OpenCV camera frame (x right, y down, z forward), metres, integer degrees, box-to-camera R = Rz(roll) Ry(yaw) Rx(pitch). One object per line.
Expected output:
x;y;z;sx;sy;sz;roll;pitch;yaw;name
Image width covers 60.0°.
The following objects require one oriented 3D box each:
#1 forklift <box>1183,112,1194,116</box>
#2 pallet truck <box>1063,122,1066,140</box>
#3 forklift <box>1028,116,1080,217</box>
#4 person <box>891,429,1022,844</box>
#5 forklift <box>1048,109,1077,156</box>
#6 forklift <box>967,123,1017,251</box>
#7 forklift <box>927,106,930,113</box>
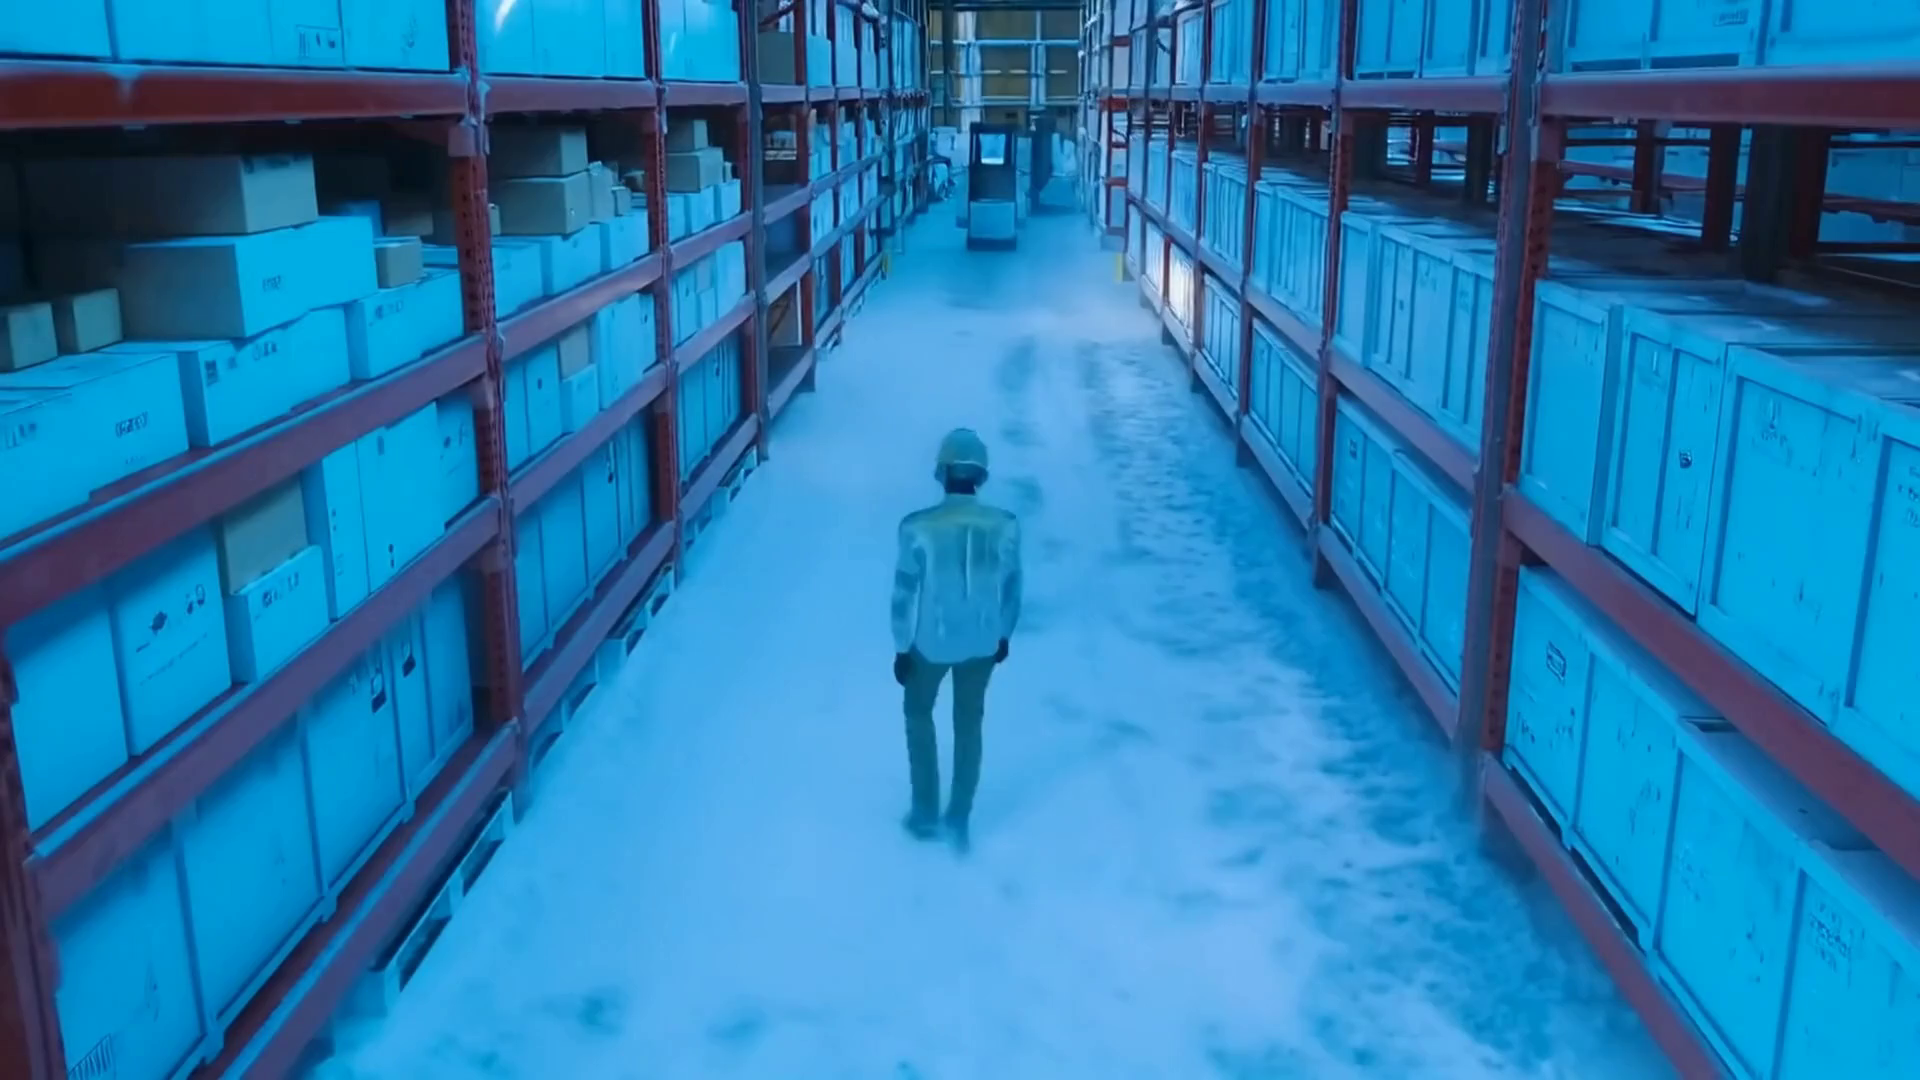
8.068;-13.489;57.981;1.129;2.768;1.873;0;15;1;forklift
5.788;-21.111;88.014;1.885;1.965;0.823;5;16;18;pallet truck
2.483;-10.731;47.716;1.873;2.768;1.129;3;15;9;forklift
-0.030;0.448;7.848;0.639;1.970;0.522;-4;15;-13;person
4.117;-17.046;71.215;1.873;2.768;1.129;-7;16;-23;forklift
0.735;-7.999;37.554;1.129;2.768;1.873;0;15;1;forklift
-2.001;-20.667;84.687;1.129;2.768;1.873;0;15;2;forklift
